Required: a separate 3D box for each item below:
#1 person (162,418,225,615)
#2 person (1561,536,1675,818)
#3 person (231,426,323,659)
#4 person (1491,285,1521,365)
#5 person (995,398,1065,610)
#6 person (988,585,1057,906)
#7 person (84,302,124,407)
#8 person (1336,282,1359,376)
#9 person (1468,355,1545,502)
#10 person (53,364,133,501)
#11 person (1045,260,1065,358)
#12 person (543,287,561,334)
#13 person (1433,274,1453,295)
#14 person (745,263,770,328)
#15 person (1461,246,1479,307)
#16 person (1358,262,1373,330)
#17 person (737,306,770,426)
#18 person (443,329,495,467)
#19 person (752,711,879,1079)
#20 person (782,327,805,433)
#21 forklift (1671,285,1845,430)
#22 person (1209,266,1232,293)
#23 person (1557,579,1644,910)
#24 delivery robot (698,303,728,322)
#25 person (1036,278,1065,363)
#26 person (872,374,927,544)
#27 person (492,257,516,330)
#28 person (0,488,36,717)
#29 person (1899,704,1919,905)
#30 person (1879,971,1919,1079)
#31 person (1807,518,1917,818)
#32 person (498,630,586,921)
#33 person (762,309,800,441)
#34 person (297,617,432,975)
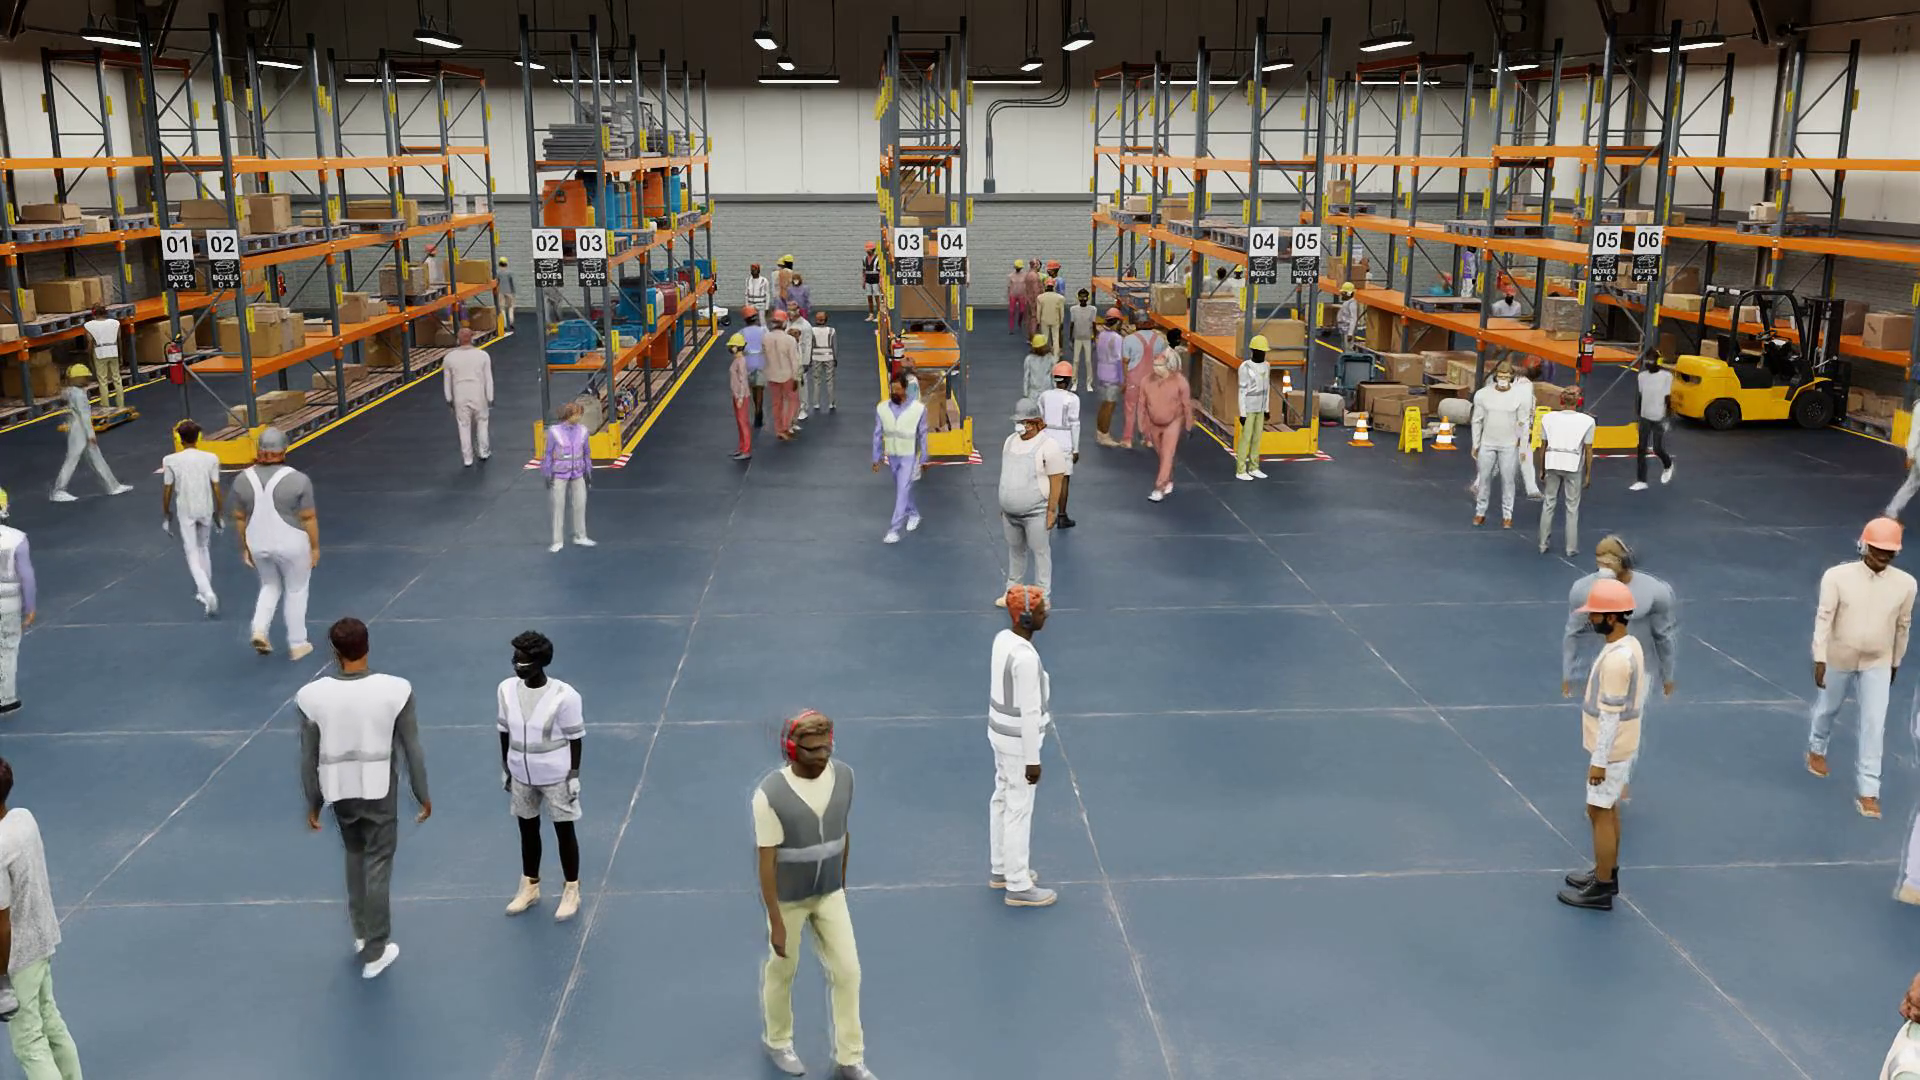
[{"bbox_3d":[-7.209,-0.224,15.676,0.523,1.838,0.859,-10,17,-37],"label":"person"},{"bbox_3d":[4.260,0.889,10.837,0.671,1.877,0.922,10,17,37],"label":"person"},{"bbox_3d":[-5.779,0.016,14.201,0.686,2.000,0.566,1,13,4],"label":"person"},{"bbox_3d":[10.555,-4.077,32.197,0.569,1.737,0.507,-2,13,-7],"label":"person"},{"bbox_3d":[0.608,-0.325,15.646,0.690,2.000,0.538,12,18,42],"label":"person"},{"bbox_3d":[0.343,1.175,9.630,0.358,1.882,0.574,-4,14,-15],"label":"person"},{"bbox_3d":[-14.019,-2.977,27.294,0.389,1.846,0.564,11,17,38],"label":"person"},{"bbox_3d":[7.325,-3.956,31.473,0.403,1.832,0.593,1,13,2],"label":"person"},{"bbox_3d":[6.831,-1.380,20.568,0.965,1.843,0.629,4,14,16],"label":"person"},{"bbox_3d":[-10.913,-1.344,20.707,0.919,1.691,0.506,-8,15,-29],"label":"person"},{"bbox_3d":[1.941,-4.802,34.604,0.393,2.041,0.613,-6,15,-24],"label":"person"},{"bbox_3d":[-9.678,-5.763,39.367,0.487,1.720,0.754,-1,13,-3],"label":"person"},{"bbox_3d":[10.340,-4.839,35.539,0.543,1.691,0.940,1,13,4],"label":"person"},{"bbox_3d":[-4.377,-5.024,35.888,0.577,1.882,0.349,6,15,25],"label":"person"},{"bbox_3d":[13.592,-6.995,44.329,0.429,1.844,0.625,-2,13,-8],"label":"person"},{"bbox_3d":[9.690,-5.863,39.980,0.497,1.633,0.284,-9,16,-35],"label":"person"},{"bbox_3d":[-3.240,-2.753,26.306,0.556,1.871,1.027,0,13,2],"label":"person"},{"bbox_3d":[-6.792,-1.995,23.085,0.675,1.870,0.893,-3,14,-10],"label":"person"},{"bbox_3d":[-0.662,1.677,7.652,0.589,1.817,0.802,-10,17,-37],"label":"person"},{"bbox_3d":[-2.573,-2.444,25.514,0.317,1.631,0.527,7,15,27],"label":"person"},{"bbox_3d":[12.503,-2.886,26.166,2.313,2.155,1.214,-1,13,-3],"label":"forklift"},{"bbox_3d":[5.524,-4.912,35.498,0.535,1.851,0.745,0,13,-1],"label":"person"},{"bbox_3d":[3.702,1.168,9.579,0.386,1.924,0.548,6,15,25],"label":"person"},{"bbox_3d":[-6.068,-5.568,40.839,0.707,0.478,0.477,-11,17,-38],"label":"delivery robot"},{"bbox_3d":[1.824,-4.419,33.608,0.573,1.746,0.345,1,13,4],"label":"person"},{"bbox_3d":[-0.660,-0.951,18.693,0.602,1.870,1.043,5,14,21],"label":"person"},{"bbox_3d":[-11.000,-5.948,40.104,0.538,1.742,0.773,-5,14,-18],"label":"person"},{"bbox_3d":[-7.390,0.489,12.713,0.623,1.800,0.544,-2,13,-7],"label":"person"},{"bbox_3d":[5.761,1.152,9.389,0.635,2.000,0.706,10,17,37],"label":"person"},{"bbox_3d":[3.273,2.218,5.731,0.310,1.640,0.514,9,16,33],"label":"person"},{"bbox_3d":[6.042,0.781,11.200,0.608,1.953,1.039,4,14,17],"label":"person"},{"bbox_3d":[-2.364,1.320,9.404,0.536,1.699,0.322,4,14,17],"label":"person"},{"bbox_3d":[-2.640,-2.430,24.693,0.628,1.977,0.455,6,15,24],"label":"person"},{"bbox_3d":[-3.161,1.347,8.889,0.613,1.882,0.619,-1,13,-3],"label":"person"}]
